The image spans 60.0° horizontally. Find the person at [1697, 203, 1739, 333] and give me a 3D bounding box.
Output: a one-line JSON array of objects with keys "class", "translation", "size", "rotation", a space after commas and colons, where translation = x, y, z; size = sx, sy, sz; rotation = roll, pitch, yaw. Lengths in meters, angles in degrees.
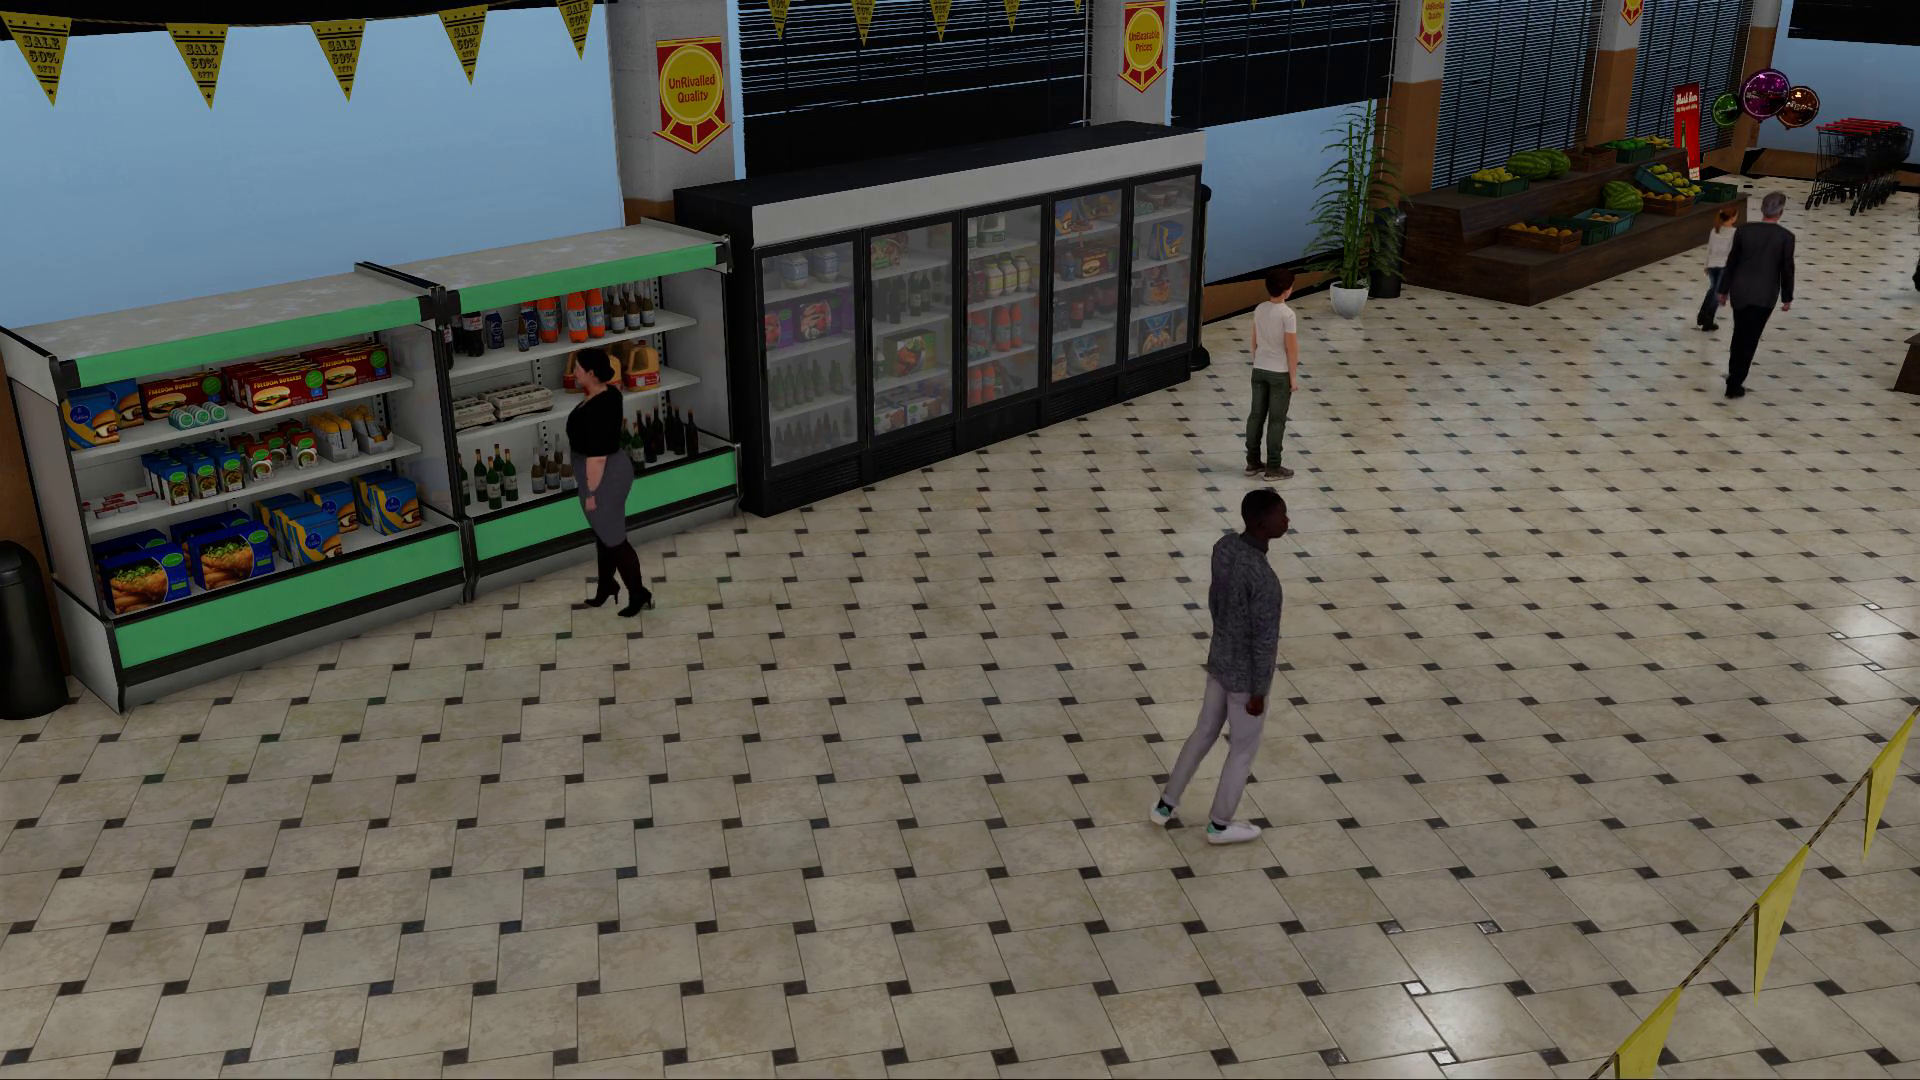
[{"class": "person", "translation": [7.737, -2.775, 17.026], "size": [0.583, 1.307, 0.533], "rotation": [-12, 25, -28]}]

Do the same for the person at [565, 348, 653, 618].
[{"class": "person", "translation": [-2.164, -0.348, 10.383], "size": [0.883, 1.758, 0.825], "rotation": [-1, 22, -2]}]

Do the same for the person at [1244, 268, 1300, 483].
[{"class": "person", "translation": [2.409, -1.282, 12.846], "size": [0.526, 1.654, 0.580], "rotation": [-18, 28, -38]}]

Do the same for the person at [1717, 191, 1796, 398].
[{"class": "person", "translation": [7.051, -2.168, 14.826], "size": [0.896, 1.821, 0.746], "rotation": [-20, 29, -40]}]

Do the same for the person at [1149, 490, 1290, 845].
[{"class": "person", "translation": [1.263, 0.615, 7.898], "size": [0.930, 1.823, 0.903], "rotation": [-12, 25, -28]}]
